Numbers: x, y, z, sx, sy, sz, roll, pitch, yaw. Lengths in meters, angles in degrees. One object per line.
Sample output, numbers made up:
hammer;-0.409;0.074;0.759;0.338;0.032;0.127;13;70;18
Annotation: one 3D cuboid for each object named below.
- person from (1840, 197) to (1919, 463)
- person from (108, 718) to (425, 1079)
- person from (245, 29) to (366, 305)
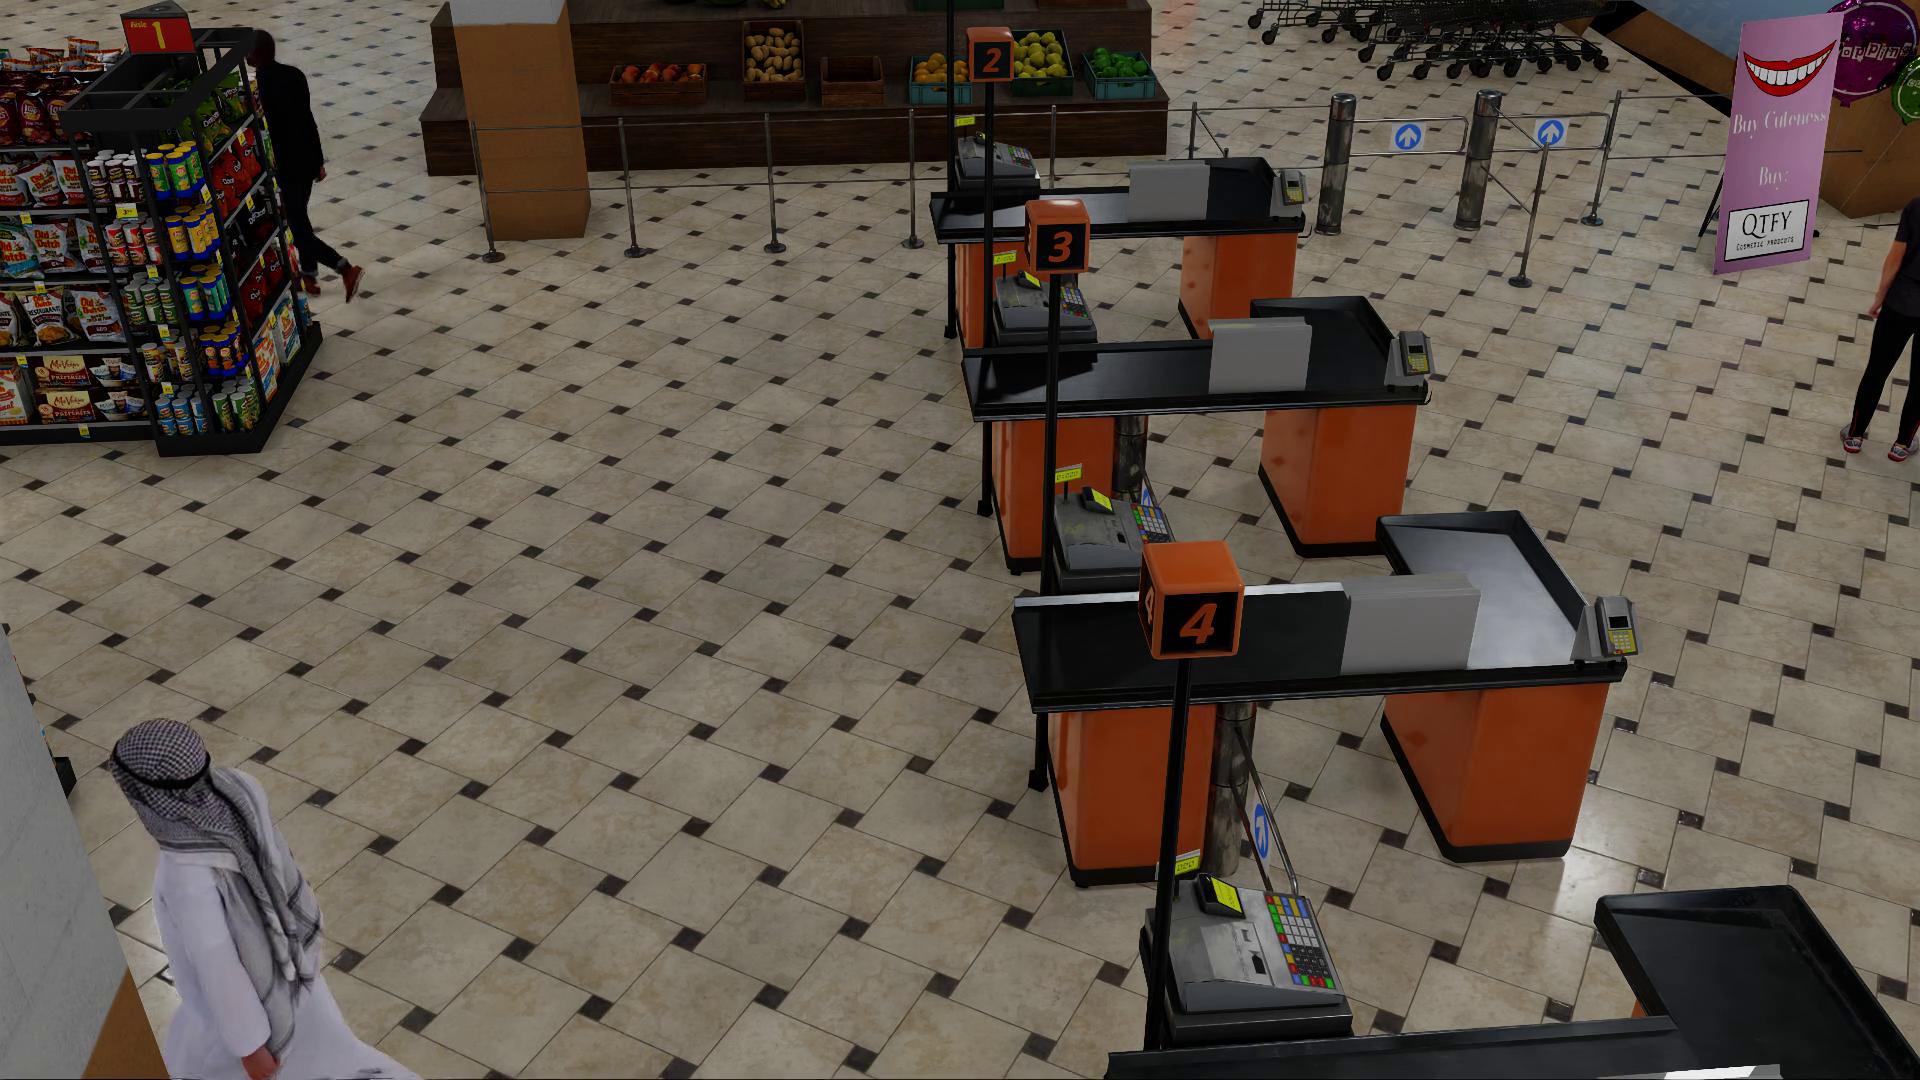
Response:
person;5.215;-1.268;9.029;0.675;1.764;0.781;17;36;25
person;-1.947;1.293;4.799;1.240;1.885;0.713;-3;32;-5
person;-4.266;-2.364;10.759;1.140;1.797;0.955;11;33;16
